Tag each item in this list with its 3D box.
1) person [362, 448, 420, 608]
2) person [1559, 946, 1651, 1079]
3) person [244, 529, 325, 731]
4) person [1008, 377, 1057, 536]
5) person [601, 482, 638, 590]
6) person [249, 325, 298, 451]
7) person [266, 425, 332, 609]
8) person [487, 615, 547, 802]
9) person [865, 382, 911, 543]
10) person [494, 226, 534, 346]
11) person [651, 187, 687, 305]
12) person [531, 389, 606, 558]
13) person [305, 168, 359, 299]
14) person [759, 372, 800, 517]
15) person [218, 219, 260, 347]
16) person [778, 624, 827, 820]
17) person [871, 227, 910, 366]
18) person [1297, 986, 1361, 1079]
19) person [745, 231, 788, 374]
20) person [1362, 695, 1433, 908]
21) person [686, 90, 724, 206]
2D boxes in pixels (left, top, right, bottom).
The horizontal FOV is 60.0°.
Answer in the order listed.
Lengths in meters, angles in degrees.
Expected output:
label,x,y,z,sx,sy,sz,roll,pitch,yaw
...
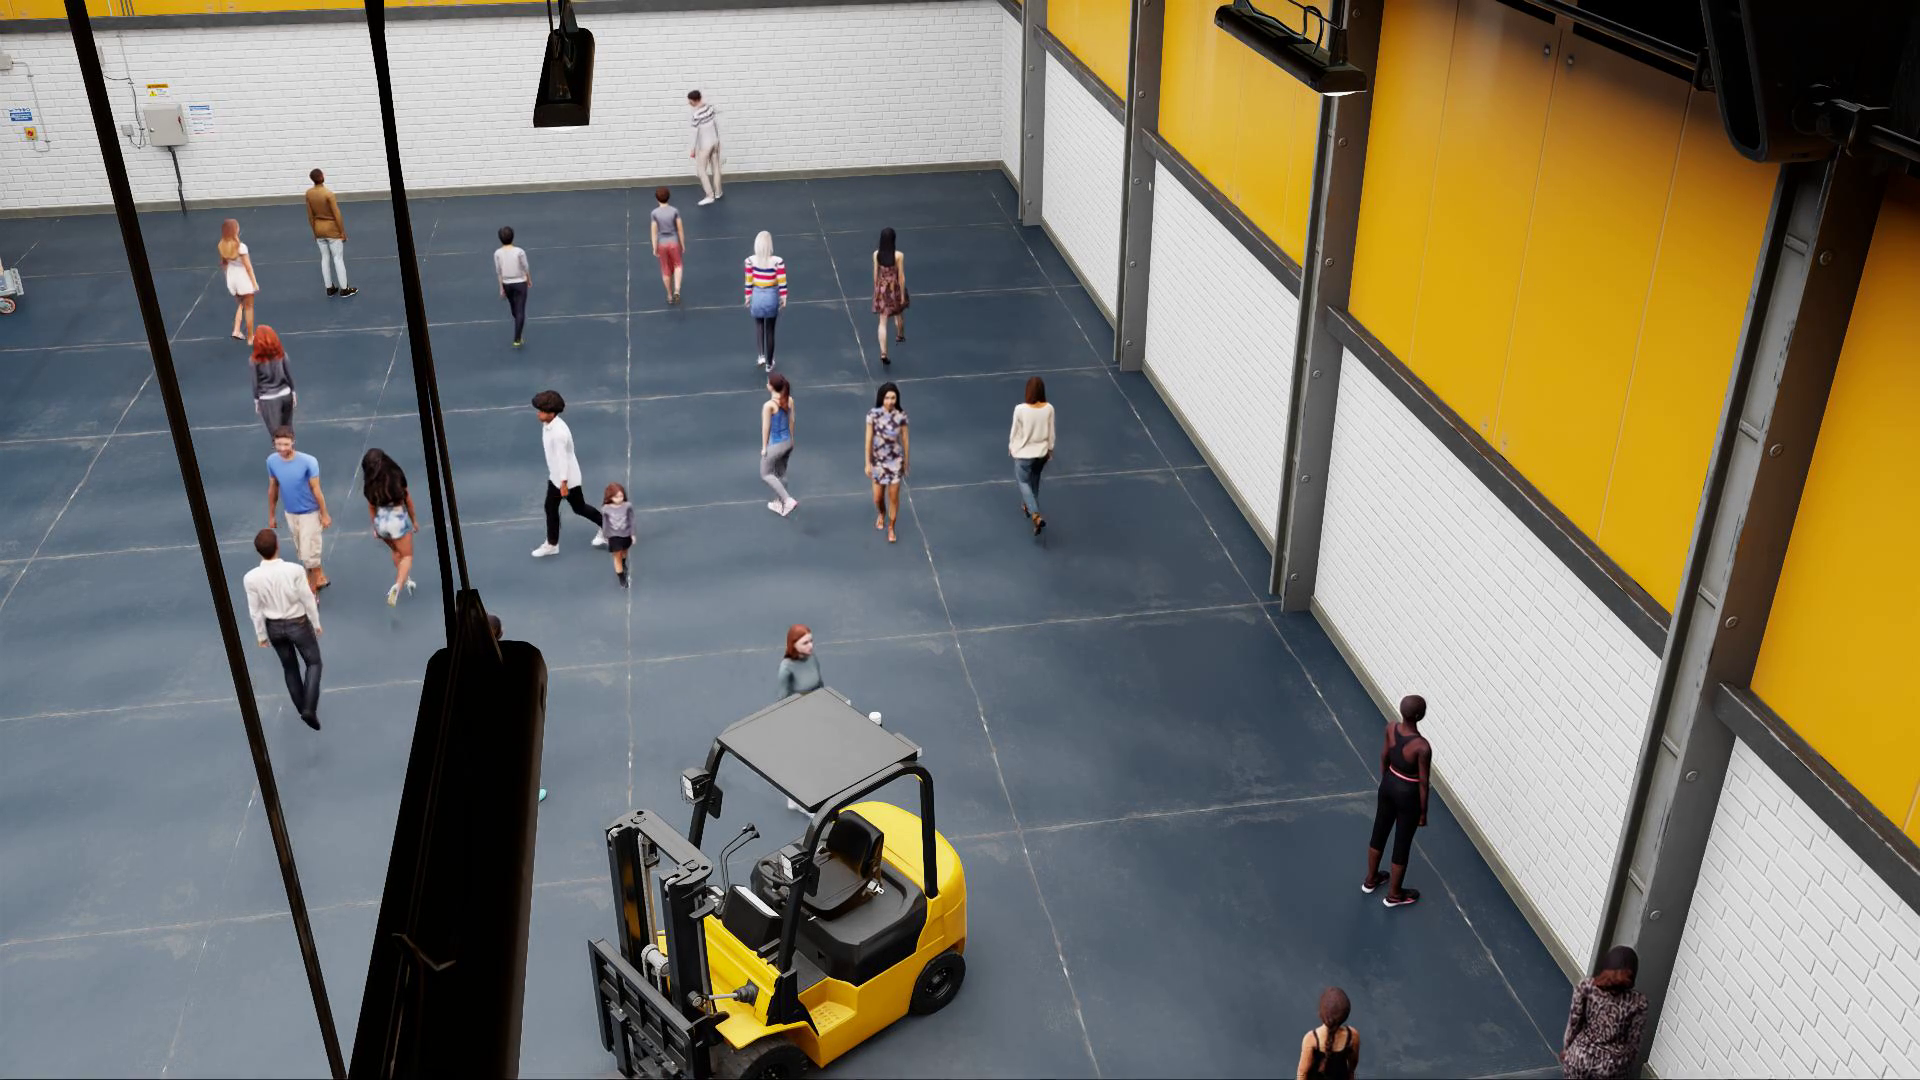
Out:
label,x,y,z,sx,sy,sz,roll,pitch,yaw
person,-5.338,-0.064,15.641,0.640,1.581,0.976,-1,29,-1
person,3.745,3.063,9.771,0.679,1.713,0.722,13,31,23
person,-5.558,0.788,13.791,0.691,1.858,0.920,-6,29,-12
person,0.745,-0.845,16.995,0.715,1.656,1.042,-9,30,-16
person,-3.329,-0.097,16.229,0.584,1.076,0.827,-11,30,-19
person,-7.379,-1.456,18.009,0.878,1.759,1.031,-22,36,-35
person,-6.185,-0.290,15.782,0.903,1.844,1.031,6,29,12
person,-3.560,1.326,12.949,0.656,1.720,0.709,16,32,27
person,-0.740,-0.813,16.872,0.625,1.718,0.670,-3,29,-5
person,-5.791,-3.262,21.581,0.700,1.509,1.100,1,29,1
person,-3.983,-3.992,22.777,0.580,1.644,0.789,-5,29,-9
person,-3.861,-0.671,16.558,0.986,1.769,1.142,-16,32,-27
person,-8.789,-4.275,23.115,0.701,1.817,0.674,6,29,10
person,-1.850,-0.958,17.259,0.865,1.602,0.794,23,36,35
person,-9.345,-3.290,21.449,0.727,1.684,0.789,12,31,20
person,-1.291,1.376,12.843,0.839,1.734,0.779,18,33,29
person,-0.912,-3.020,20.924,0.938,1.712,1.257,7,29,12
person,2.130,3.255,9.610,0.594,1.531,1.017,-1,29,-2
person,-2.438,-2.932,20.673,0.736,1.798,0.694,2,29,3
person,3.154,1.850,11.949,0.714,1.758,0.598,-19,34,-30
person,-4.075,-6.431,27.063,0.902,1.821,0.992,-25,37,-38
